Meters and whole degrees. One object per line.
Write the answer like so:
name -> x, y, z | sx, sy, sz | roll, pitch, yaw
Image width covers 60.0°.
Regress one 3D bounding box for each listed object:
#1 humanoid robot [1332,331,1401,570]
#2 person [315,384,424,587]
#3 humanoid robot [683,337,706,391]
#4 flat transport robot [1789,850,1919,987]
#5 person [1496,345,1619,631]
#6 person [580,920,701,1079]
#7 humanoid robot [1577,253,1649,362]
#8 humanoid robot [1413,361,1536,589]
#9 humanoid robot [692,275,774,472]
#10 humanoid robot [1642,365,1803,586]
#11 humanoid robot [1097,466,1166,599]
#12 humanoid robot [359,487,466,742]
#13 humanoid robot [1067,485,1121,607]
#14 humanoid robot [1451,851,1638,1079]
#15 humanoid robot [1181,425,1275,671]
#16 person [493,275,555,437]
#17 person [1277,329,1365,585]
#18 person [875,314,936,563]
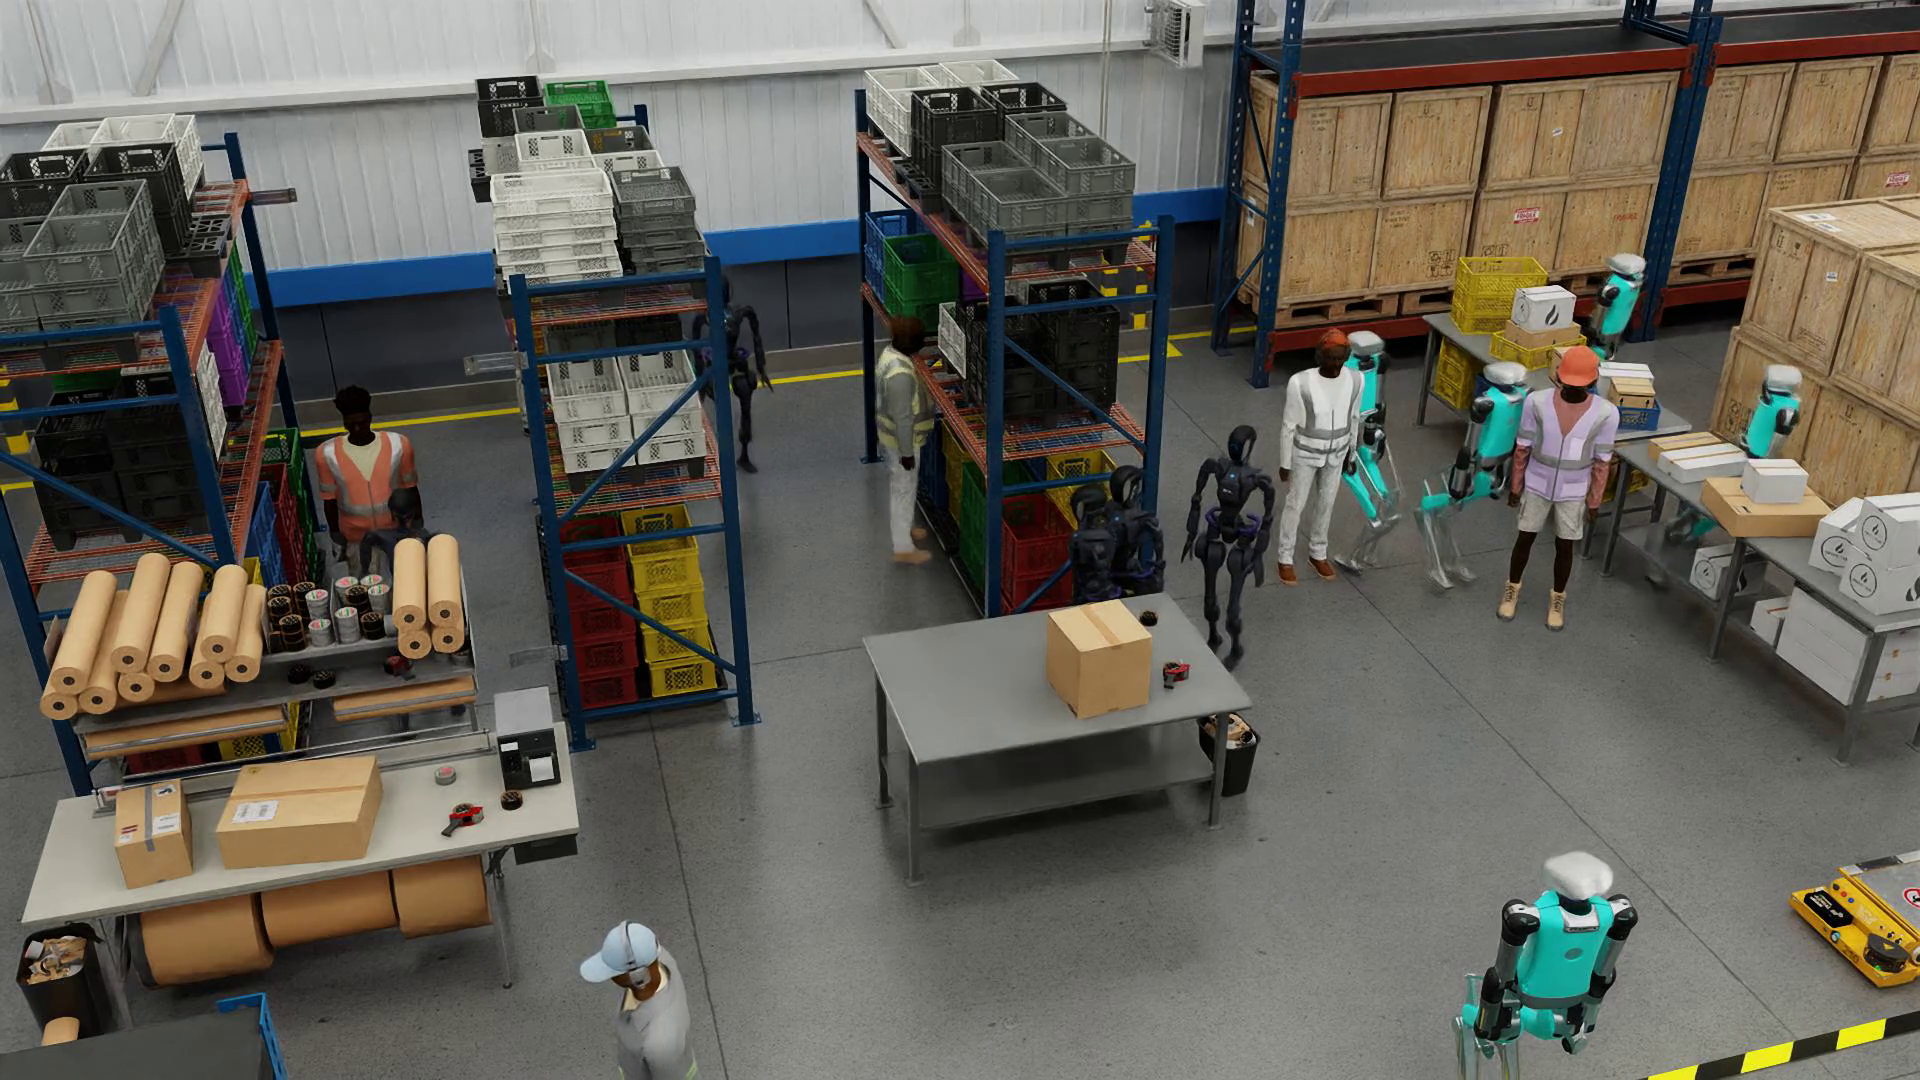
humanoid robot -> 2.881, -0.543, 11.609 | 0.532, 1.791, 0.694 | -18, 34, -29
person -> -3.685, -0.066, 10.520 | 0.602, 1.966, 0.368 | -11, 31, -19
humanoid robot -> -2.341, -1.662, 13.547 | 0.722, 1.693, 0.532 | -12, 31, -20
flat transport robot -> 5.163, 1.916, 8.676 | 1.431, 0.231, 0.659 | -8, 30, -14
person -> 3.923, -0.335, 10.948 | 0.601, 2.034, 0.414 | 13, 31, 22
person -> -1.201, 2.209, 6.504 | 0.395, 1.848, 0.587 | -8, 30, -14
humanoid robot -> 4.978, -1.511, 13.407 | 0.545, 1.781, 0.813 | -21, 35, -34
humanoid robot -> 3.449, -0.509, 11.423 | 0.533, 1.677, 0.735 | -16, 32, -26
humanoid robot -> -1.779, -1.293, 13.051 | 0.603, 1.655, 0.352 | -12, 31, -20
humanoid robot -> 5.113, -0.397, 11.400 | 0.912, 1.787, 0.574 | 10, 30, 17
humanoid robot -> 1.006, 0.318, 10.127 | 0.597, 1.656, 0.331 | 21, 35, 33
humanoid robot -> -3.296, 0.425, 9.956 | 0.605, 1.637, 0.607 | -3, 29, -6
humanoid robot -> 0.798, 0.407, 9.950 | 0.327, 1.640, 0.612 | -6, 29, -10
humanoid robot -> 2.383, 1.886, 7.068 | 0.533, 1.674, 0.735 | -2, 29, -4
humanoid robot -> 1.703, 0.026, 10.643 | 0.585, 1.646, 0.344 | 15, 32, 26
person -> -3.535, -1.733, 13.690 | 0.404, 1.833, 0.589 | 5, 29, 9
person -> 2.485, -0.575, 11.530 | 0.583, 1.882, 0.337 | -7, 30, -12
person -> -0.387, -0.737, 11.890 | 0.431, 1.827, 0.657 | -2, 29, -4
